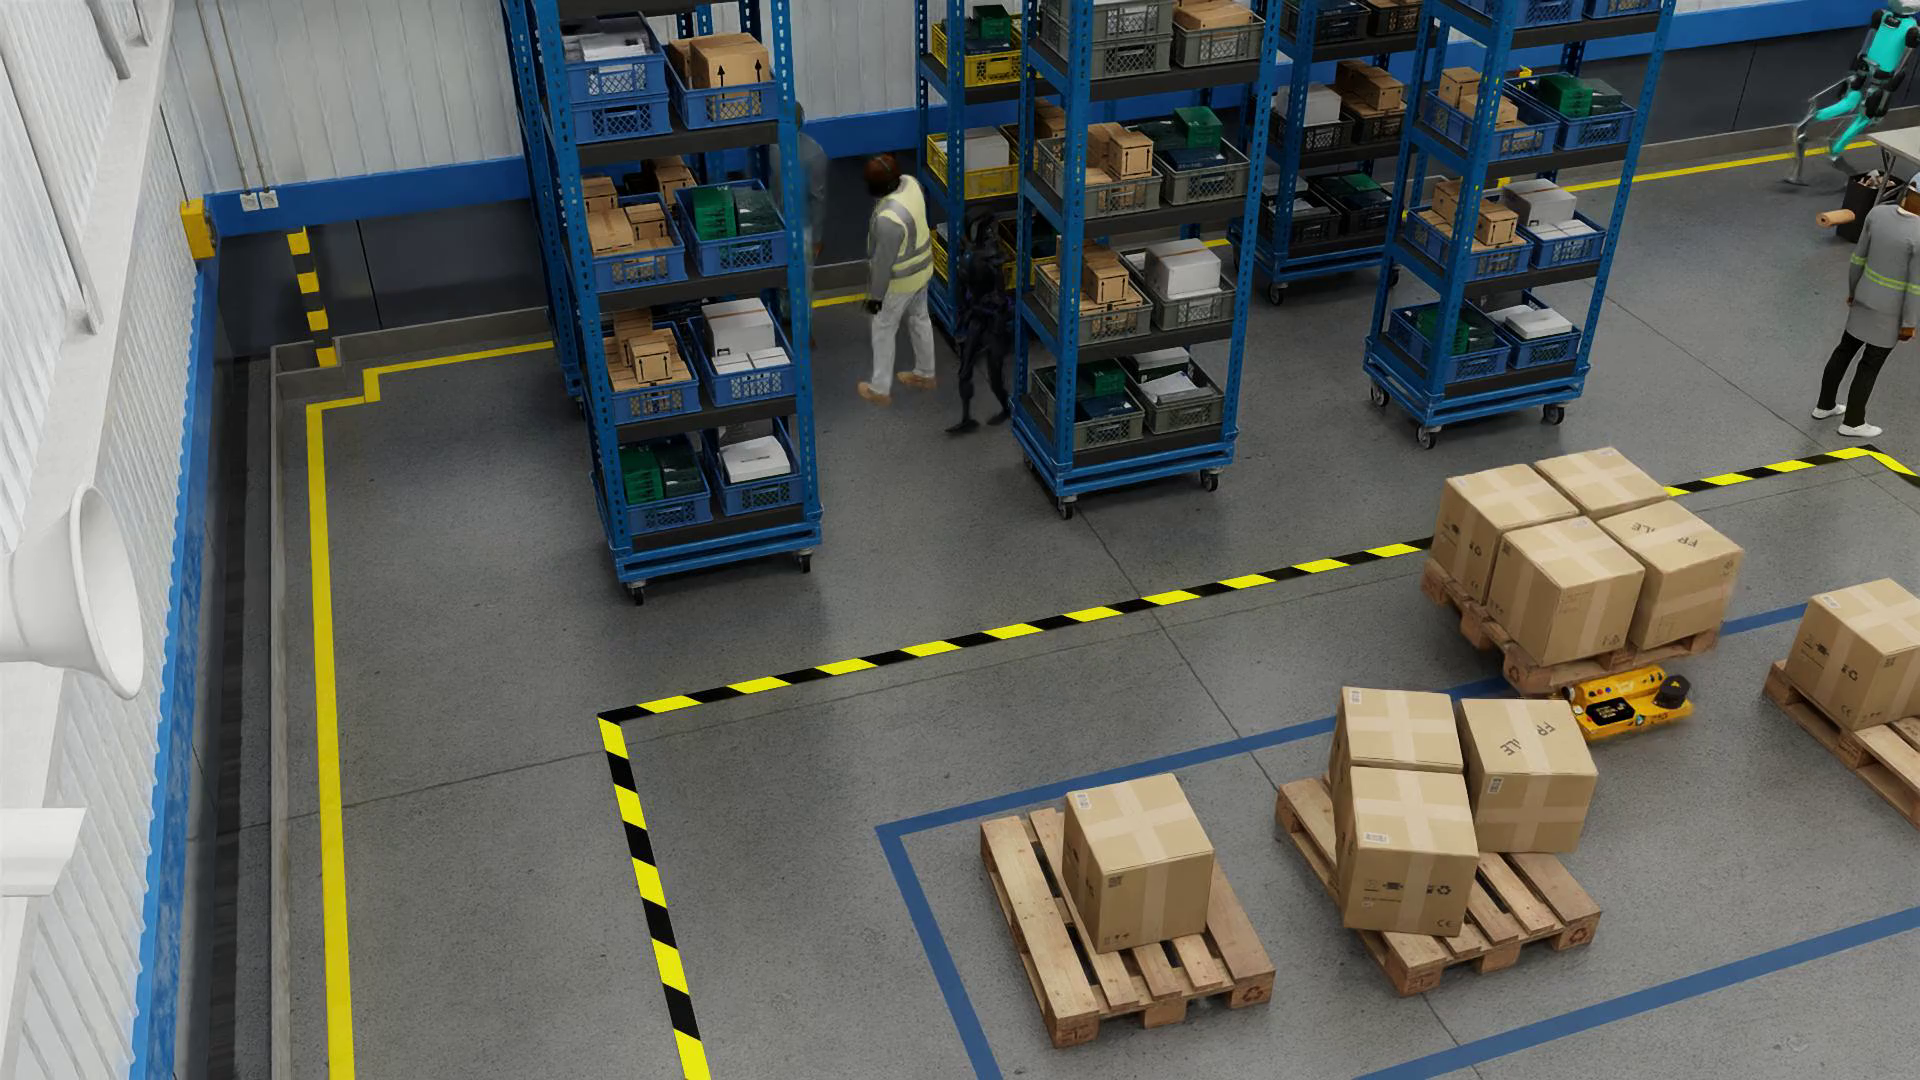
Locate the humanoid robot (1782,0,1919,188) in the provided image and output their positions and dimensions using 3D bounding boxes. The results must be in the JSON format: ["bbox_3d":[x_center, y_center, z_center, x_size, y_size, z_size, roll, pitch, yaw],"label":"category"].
[{"bbox_3d":[7.504,-3.709,14.088,1.051,1.759,0.550,-9,36,-12],"label":"humanoid robot"}]

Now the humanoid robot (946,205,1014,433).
[{"bbox_3d":[0.160,-1.430,10.885,0.550,1.652,0.585,-20,40,-26],"label":"humanoid robot"}]

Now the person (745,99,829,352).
[{"bbox_3d":[-1.222,-2.269,11.858,0.715,1.903,0.404,18,39,24],"label":"person"}]

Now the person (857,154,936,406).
[{"bbox_3d":[-0.434,-1.775,11.236,0.501,1.812,0.665,14,38,19],"label":"person"}]

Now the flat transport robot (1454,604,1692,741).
[{"bbox_3d":[3.352,0.531,9.278,0.652,0.197,1.431,-11,37,-15],"label":"flat transport robot"}]

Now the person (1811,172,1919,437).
[{"bbox_3d":[6.052,-1.549,10.882,0.397,1.848,0.587,-10,36,-14],"label":"person"}]
